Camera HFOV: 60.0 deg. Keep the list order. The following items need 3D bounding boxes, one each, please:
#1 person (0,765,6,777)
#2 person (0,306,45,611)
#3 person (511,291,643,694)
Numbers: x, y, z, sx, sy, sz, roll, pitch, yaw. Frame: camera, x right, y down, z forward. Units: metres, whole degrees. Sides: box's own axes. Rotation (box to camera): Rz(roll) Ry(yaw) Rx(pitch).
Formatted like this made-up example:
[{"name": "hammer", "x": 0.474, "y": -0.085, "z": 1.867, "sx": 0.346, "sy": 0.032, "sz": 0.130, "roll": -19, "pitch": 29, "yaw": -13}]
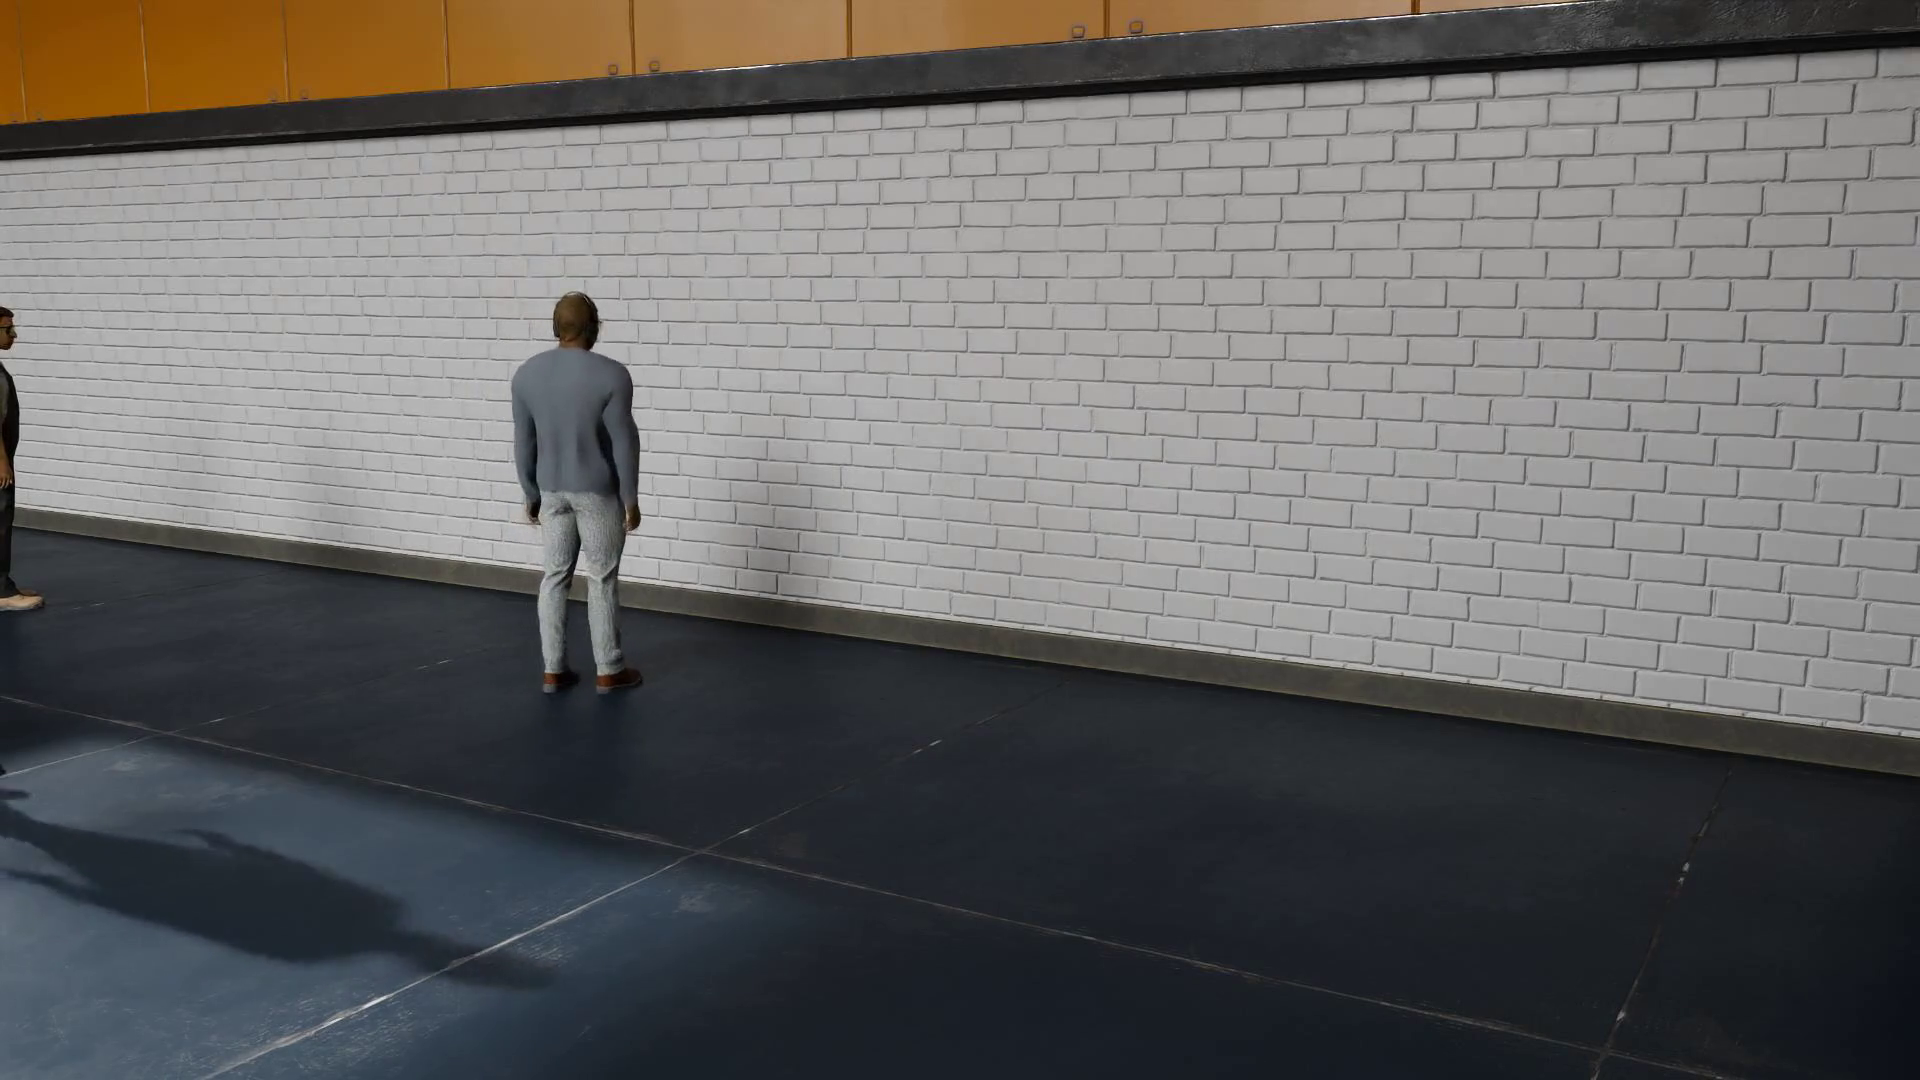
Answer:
[{"name": "person", "x": -4.237, "y": 0.118, "z": 6.422, "sx": 0.914, "sy": 1.783, "sz": 0.594, "roll": 0, "pitch": 9, "yaw": -3}, {"name": "person", "x": -5.796, "y": -0.495, "z": 10.020, "sx": 0.328, "sy": 1.842, "sz": 0.514, "roll": -6, "pitch": 11, "yaw": -34}, {"name": "person", "x": -1.826, "y": -0.219, "z": 8.006, "sx": 0.635, "sy": 1.938, "sz": 0.358, "roll": 3, "pitch": 9, "yaw": 15}]
